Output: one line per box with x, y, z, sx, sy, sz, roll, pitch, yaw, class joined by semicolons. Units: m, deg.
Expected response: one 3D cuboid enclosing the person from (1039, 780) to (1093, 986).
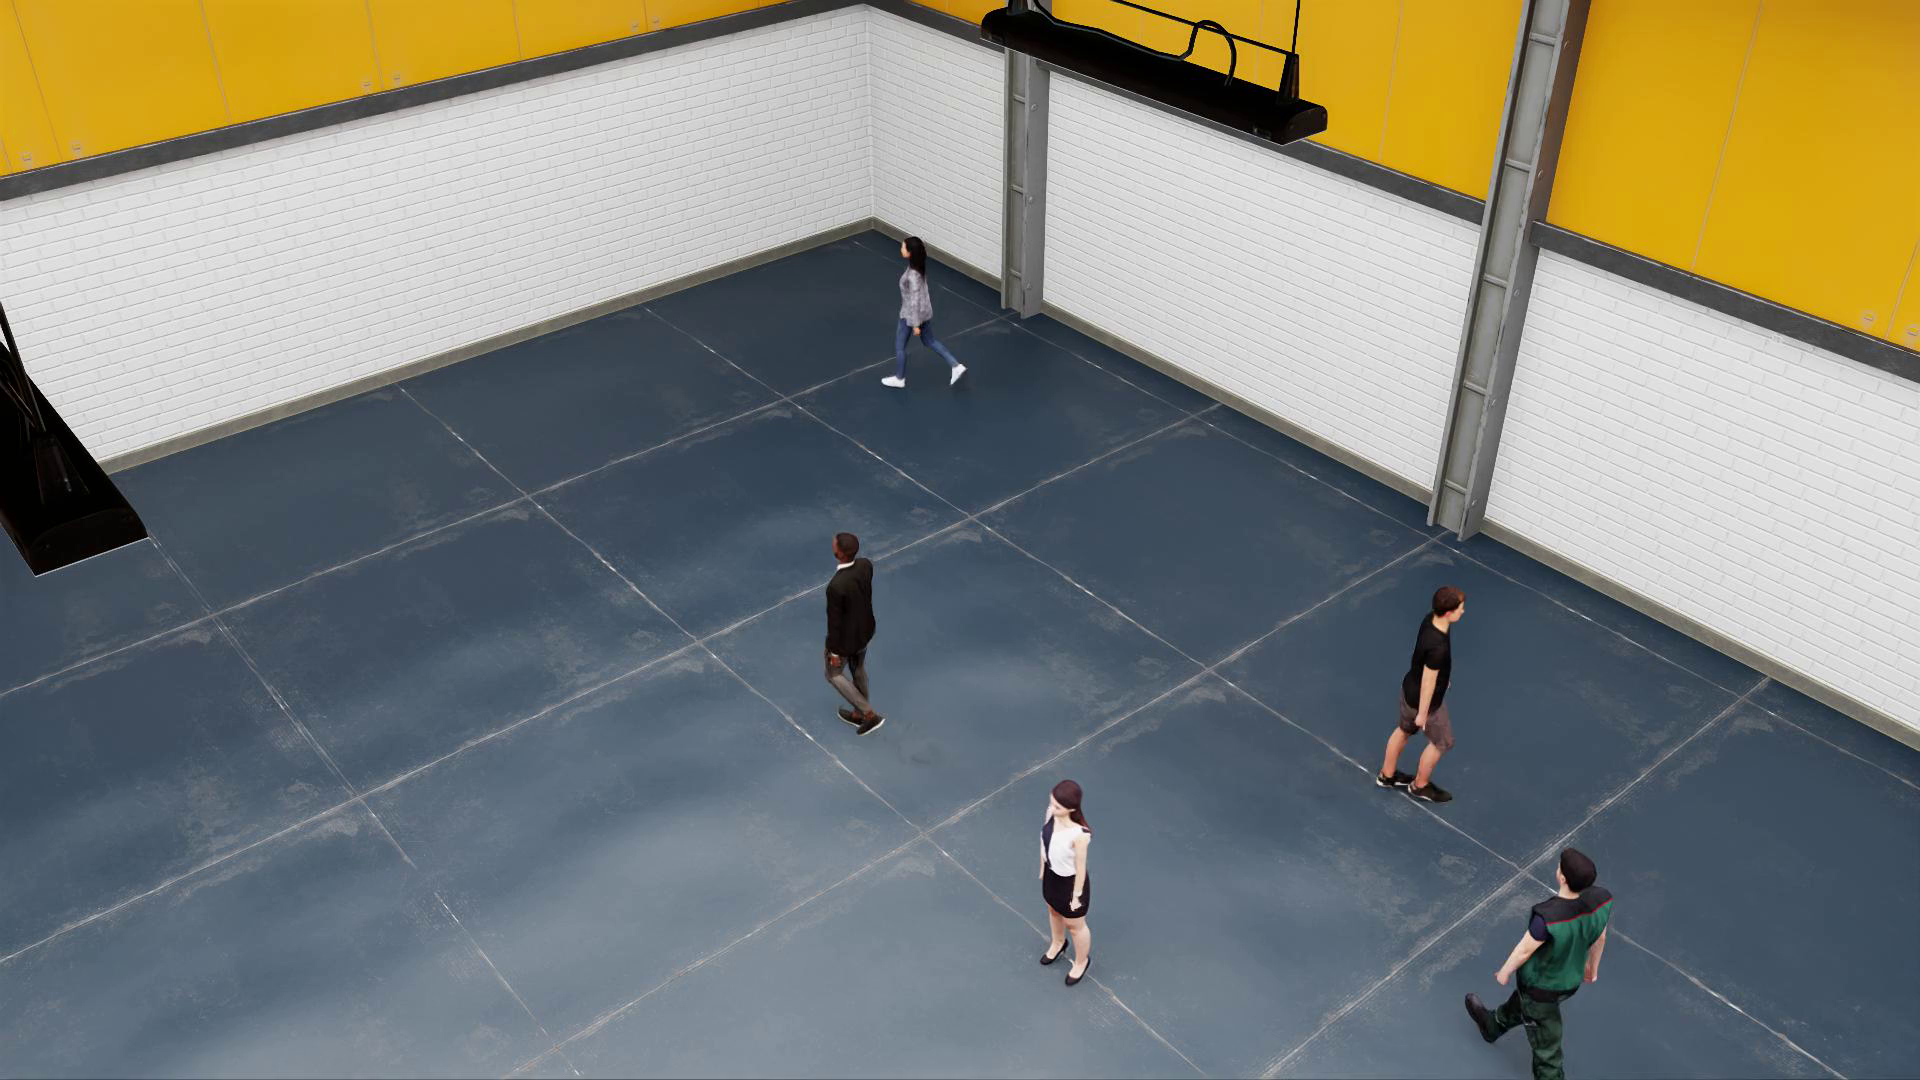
0.670;2.146;10.485;0.608;1.646;0.474;-23;40;-30;person

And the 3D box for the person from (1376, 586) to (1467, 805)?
3.235;1.087;11.903;0.940;1.841;0.880;2;34;3;person

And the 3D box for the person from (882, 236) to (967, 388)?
-0.365;-2.316;17.146;1.200;1.703;0.991;10;35;15;person

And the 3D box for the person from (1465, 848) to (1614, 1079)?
3.462;2.606;9.609;0.875;1.851;1.254;-16;37;-23;person

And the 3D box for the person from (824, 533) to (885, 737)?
-0.744;0.739;12.470;0.841;1.792;0.769;21;39;29;person
